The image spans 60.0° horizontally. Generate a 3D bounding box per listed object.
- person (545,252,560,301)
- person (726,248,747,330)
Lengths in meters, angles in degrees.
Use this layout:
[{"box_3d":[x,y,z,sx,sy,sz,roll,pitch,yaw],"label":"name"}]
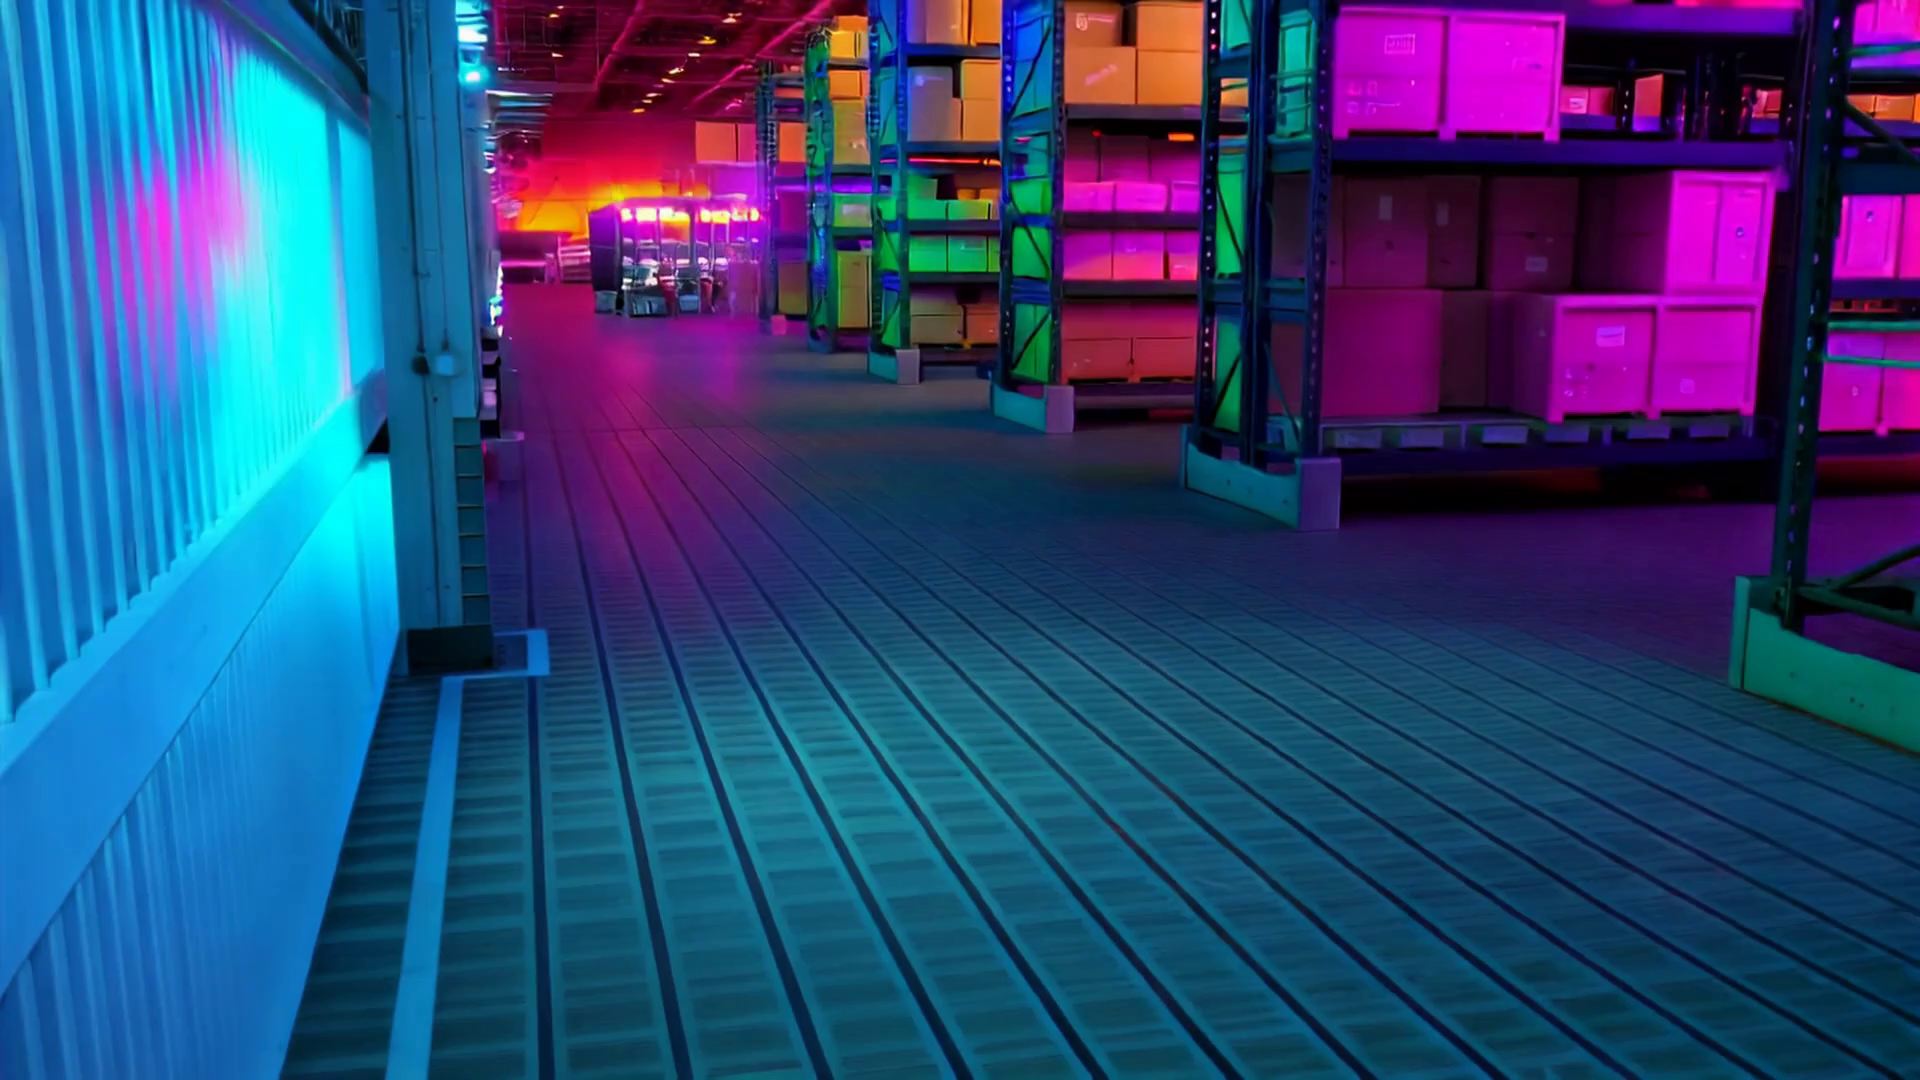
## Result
[{"box_3d":[-15.293,-9.893,62.467,0.592,1.797,0.962,-2,10,-11],"label":"person"},{"box_3d":[-5.384,-6.067,40.293,0.613,1.974,0.591,6,11,29],"label":"person"}]
